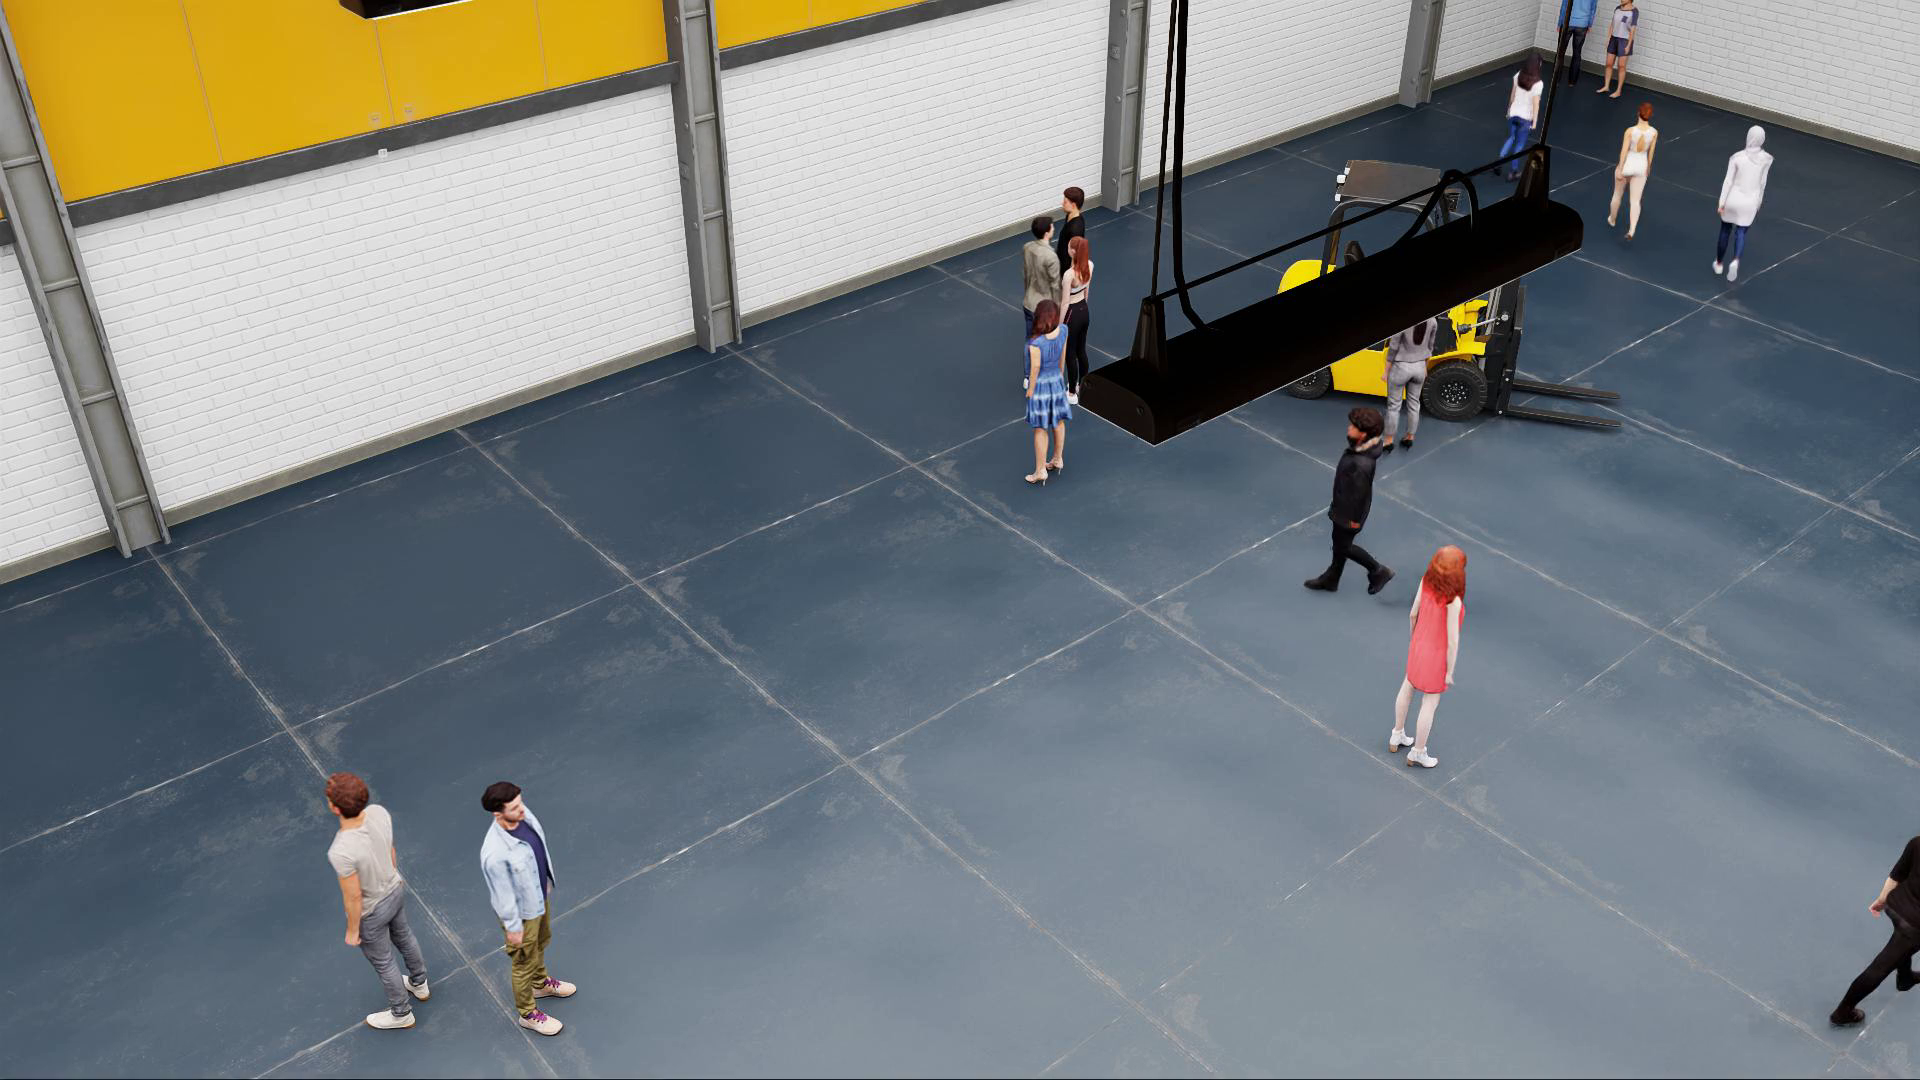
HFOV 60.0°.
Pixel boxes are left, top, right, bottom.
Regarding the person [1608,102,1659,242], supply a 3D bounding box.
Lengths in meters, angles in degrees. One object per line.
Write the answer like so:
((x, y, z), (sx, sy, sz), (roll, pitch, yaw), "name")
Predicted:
((7.999, -4.339, 19.707), (0.992, 1.612, 1.089), (5, 34, 7), "person")

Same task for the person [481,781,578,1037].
((-2.576, 2.133, 9.789), (0.809, 1.811, 0.737), (4, 34, 7), "person")

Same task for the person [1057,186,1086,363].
((1.147, -2.747, 17.086), (0.793, 1.862, 0.769), (-2, 34, -3), "person")

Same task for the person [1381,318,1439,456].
((4.157, -1.562, 15.470), (0.673, 1.678, 0.775), (-7, 34, -10), "person")

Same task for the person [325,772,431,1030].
((-3.427, 2.108, 9.747), (0.807, 1.899, 0.706), (8, 34, 12), "person")

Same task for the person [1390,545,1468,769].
((3.320, 0.816, 11.757), (0.615, 1.826, 0.650), (-13, 36, -19), "person")

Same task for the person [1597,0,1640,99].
((9.591, -7.245, 24.122), (0.558, 1.564, 0.601), (-19, 38, -26), "person")

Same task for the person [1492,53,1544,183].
((7.077, -5.337, 21.150), (0.766, 1.676, 0.673), (-19, 38, -26), "person")

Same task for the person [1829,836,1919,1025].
((5.534, 2.253, 9.796), (1.112, 1.605, 0.865), (-8, 34, -11), "person")

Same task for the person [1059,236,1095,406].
((1.138, -2.166, 16.320), (0.680, 1.742, 0.513), (25, 41, 33), "person")

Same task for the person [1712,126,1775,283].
((8.780, -3.739, 18.670), (0.915, 1.759, 1.047), (9, 35, 14), "person")

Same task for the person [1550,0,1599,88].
((9.029, -7.588, 24.408), (0.744, 1.820, 0.773), (7, 34, 11), "person")

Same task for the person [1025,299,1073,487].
((0.774, -1.339, 15.019), (0.749, 1.805, 0.545), (28, 43, 35), "person")

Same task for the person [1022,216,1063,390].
((0.783, -2.314, 16.432), (0.613, 1.864, 0.717), (-21, 39, -28), "person")

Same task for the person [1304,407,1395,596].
((3.241, -0.277, 13.458), (1.012, 1.764, 0.985), (6, 34, 9), "person")
